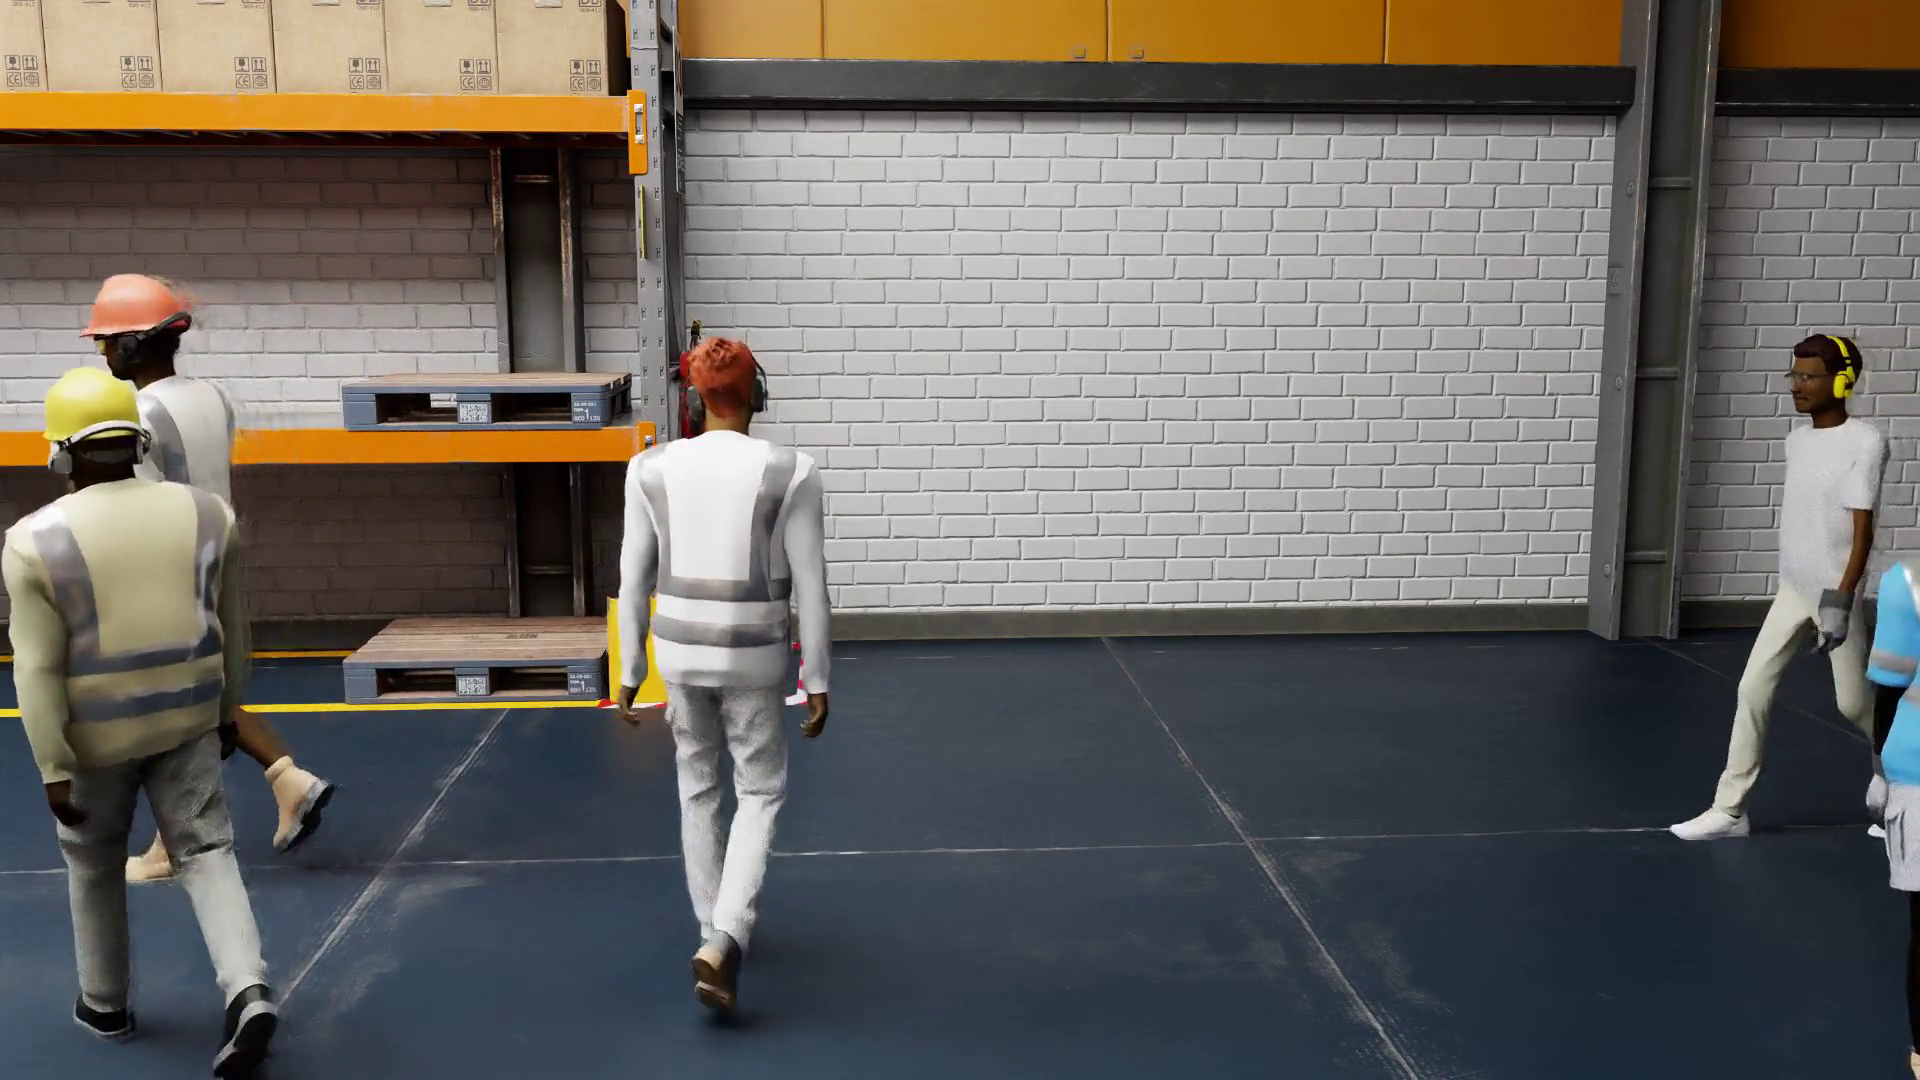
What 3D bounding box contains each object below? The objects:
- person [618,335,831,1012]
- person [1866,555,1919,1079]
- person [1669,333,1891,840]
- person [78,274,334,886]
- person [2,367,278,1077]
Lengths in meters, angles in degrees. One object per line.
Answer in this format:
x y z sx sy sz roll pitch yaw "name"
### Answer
-0.681 0.362 4.645 0.628 1.869 0.646 1 9 8 "person"
2.453 0.561 4.004 0.533 1.677 0.668 4 10 22 "person"
3.090 0.185 5.882 0.959 1.830 0.521 -2 9 -14 "person"
-2.499 0.153 5.425 0.627 2.027 0.617 1 9 6 "person"
-2.058 0.464 4.211 0.826 1.803 0.588 9 13 43 "person"
